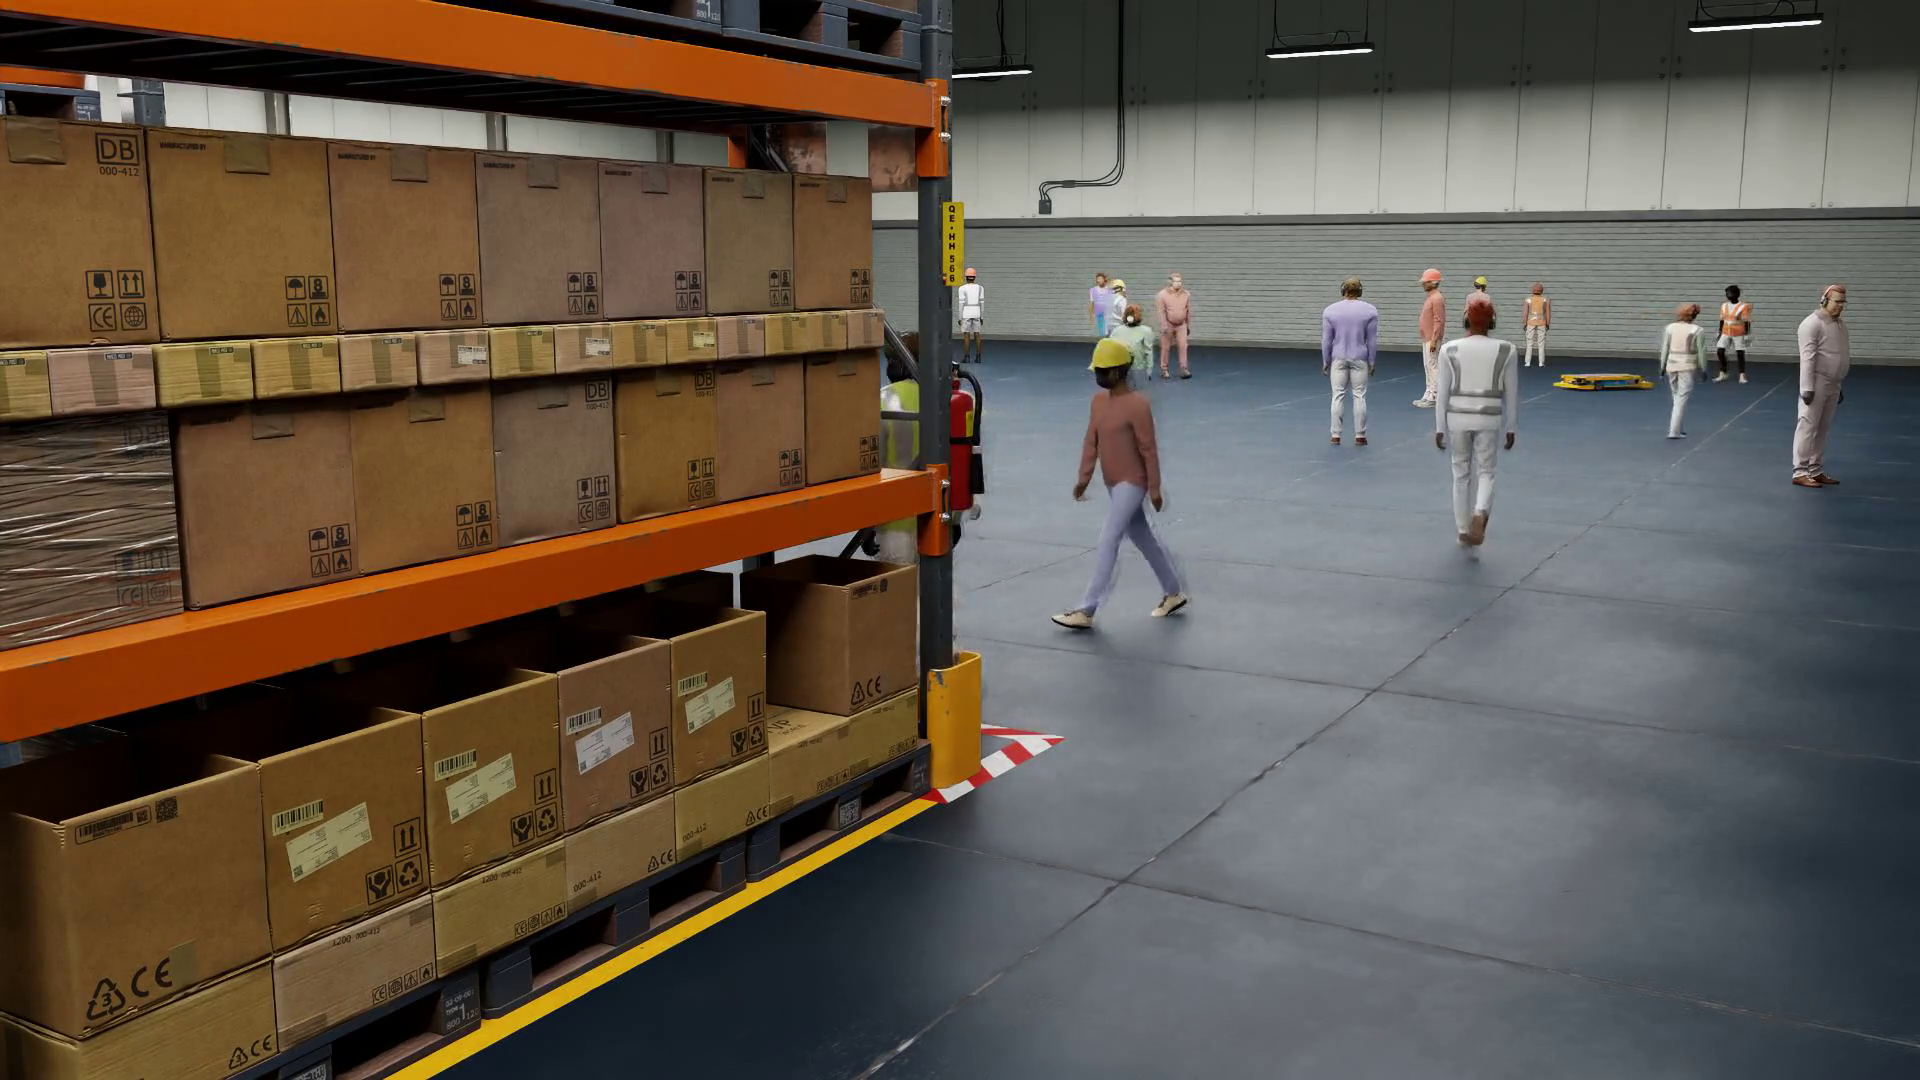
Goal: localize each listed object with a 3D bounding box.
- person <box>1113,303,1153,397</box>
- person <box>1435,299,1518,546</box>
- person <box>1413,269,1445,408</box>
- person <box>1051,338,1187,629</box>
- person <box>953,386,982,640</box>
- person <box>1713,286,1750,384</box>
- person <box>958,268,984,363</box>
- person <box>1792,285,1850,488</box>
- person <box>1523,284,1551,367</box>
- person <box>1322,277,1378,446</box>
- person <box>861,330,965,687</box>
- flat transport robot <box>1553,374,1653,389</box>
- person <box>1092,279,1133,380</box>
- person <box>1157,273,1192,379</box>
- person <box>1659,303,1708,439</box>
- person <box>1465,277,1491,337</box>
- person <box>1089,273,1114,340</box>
[{"bbox_3d":[2.139,-2.115,20.495,0.504,1.610,0.735,3,10,18],"label":"person"},{"bbox_3d":[3.812,-0.846,12.305,0.589,1.864,0.665,3,10,17],"label":"person"},{"bbox_3d":[6.771,-2.901,23.964,0.393,1.991,0.626,1,10,5],"label":"person"},{"bbox_3d":[0.990,-0.337,9.823,0.981,1.708,0.503,-4,11,-24],"label":"person"},{"bbox_3d":[-0.147,-0.230,9.435,0.494,1.615,0.420,-5,11,-28],"label":"person"},{"bbox_3d":[13.208,-3.507,28.439,0.494,1.664,0.601,-6,11,-31],"label":"person"},{"bbox_3d":[0.211,-4.558,33.830,0.552,1.935,0.373,-4,10,-21],"label":"person"},{"bbox_3d":[8.187,-1.453,15.758,0.636,1.903,0.405,-7,12,-36],"label":"person"},{"bbox_3d":[11.332,-4.213,32.686,0.512,1.638,0.307,3,10,18],"label":"person"},{"bbox_3d":[4.477,-2.050,19.141,0.627,1.940,0.375,3,10,16],"label":"person"},{"bbox_3d":[-0.195,-0.107,8.101,0.640,1.821,0.627,-8,13,-40],"label":"person"},{"bbox_3d":[10.535,-2.602,27.247,1.431,0.197,0.652,-3,10,-17],"label":"flat transport robot"},{"bbox_3d":[2.710,-3.662,29.079,0.895,1.777,0.603,-2,10,-13],"label":"person"},{"bbox_3d":[3.839,-3.775,29.461,0.659,1.860,0.915,-3,10,-15],"label":"person"},{"bbox_3d":[8.705,-2.020,19.897,0.665,1.614,0.552,-6,12,-33],"label":"person"},{"bbox_3d":[10.224,-4.296,32.802,0.533,1.766,0.318,9,13,44],"label":"person"},{"bbox_3d":[3.070,-4.784,35.516,0.614,1.808,0.786,4,10,22],"label":"person"}]
